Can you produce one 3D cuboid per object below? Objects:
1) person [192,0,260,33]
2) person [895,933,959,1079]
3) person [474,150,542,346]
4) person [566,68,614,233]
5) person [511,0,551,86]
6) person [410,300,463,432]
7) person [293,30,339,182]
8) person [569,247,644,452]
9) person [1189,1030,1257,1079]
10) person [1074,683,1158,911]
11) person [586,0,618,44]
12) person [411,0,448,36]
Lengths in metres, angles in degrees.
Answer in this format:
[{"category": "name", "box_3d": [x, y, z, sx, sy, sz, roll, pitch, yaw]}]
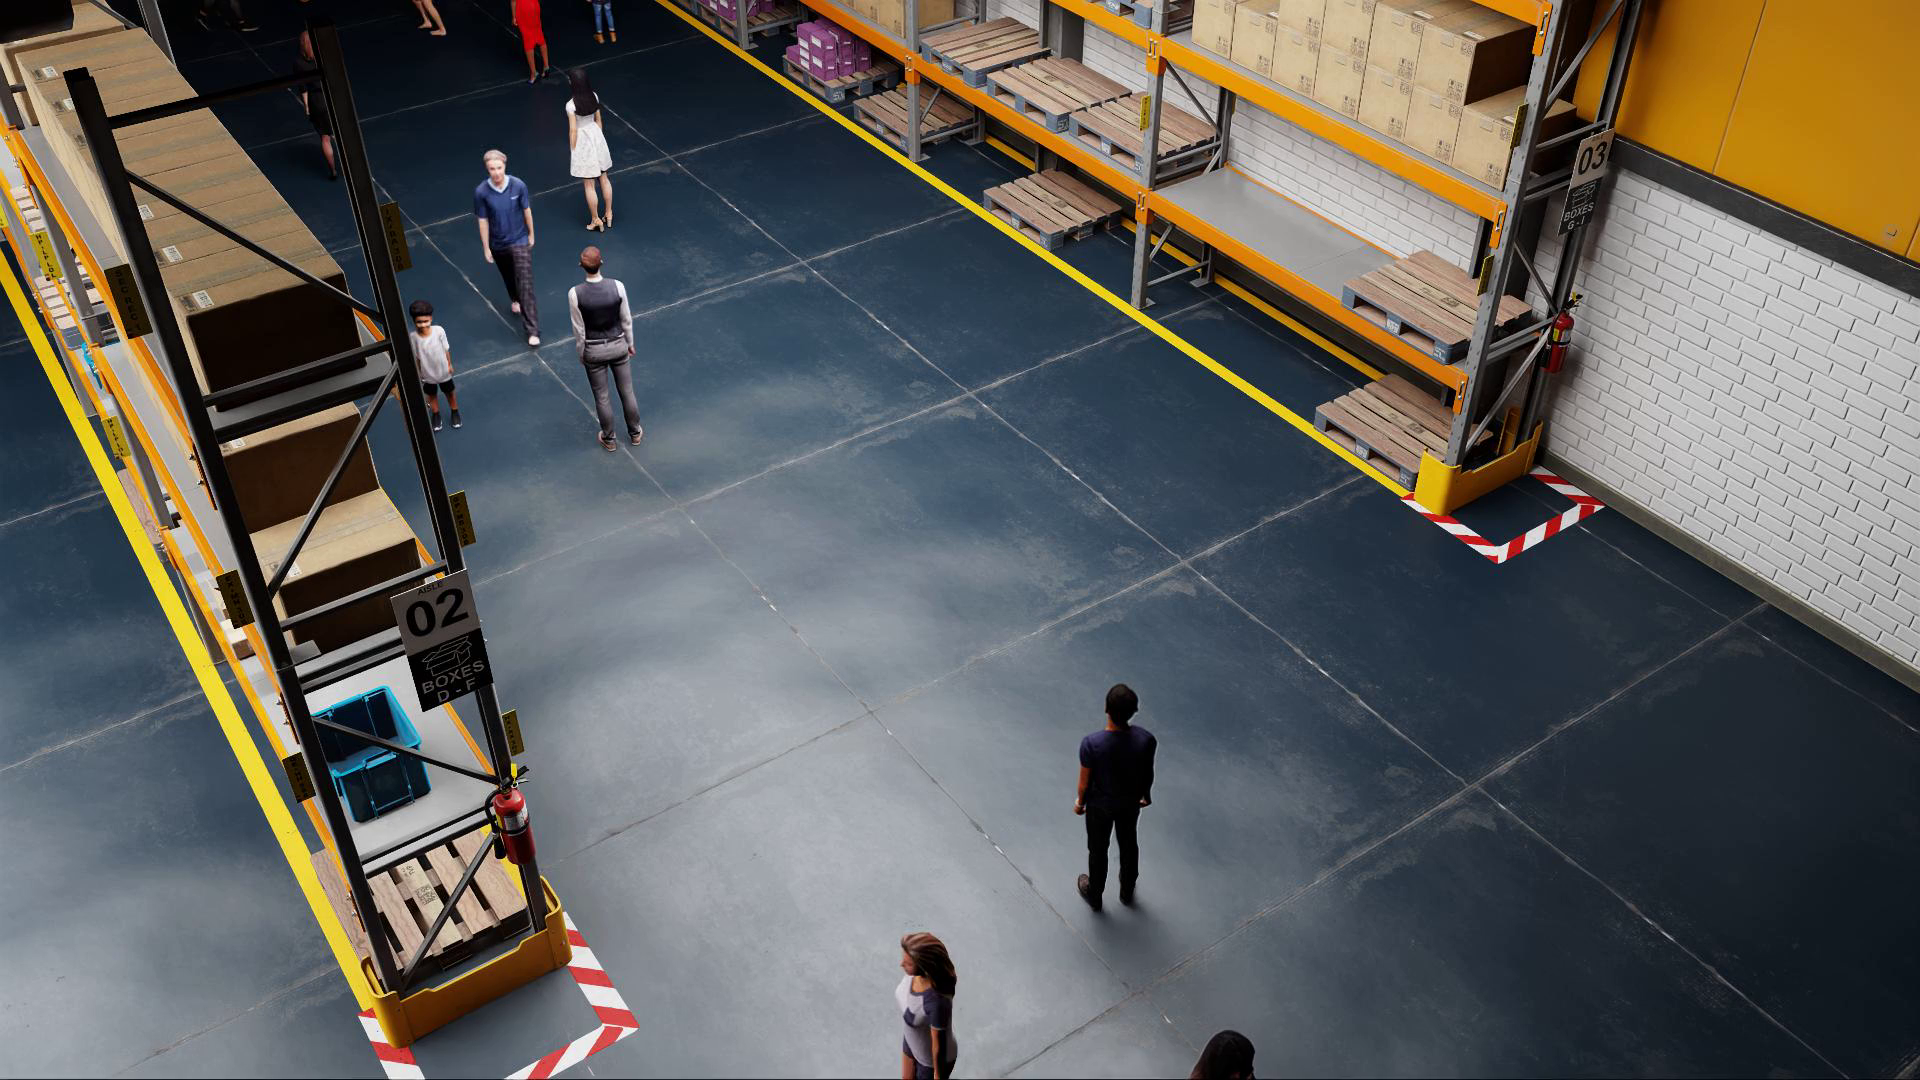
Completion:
[{"category": "person", "box_3d": [-9.727, -7.419, 21.578, 0.825, 1.703, 1.005, -14, 41, -17]}, {"category": "person", "box_3d": [-0.077, 2.685, 8.923, 0.848, 1.706, 0.944, -11, 40, -13]}, {"category": "person", "box_3d": [-4.291, -2.838, 15.752, 0.967, 1.815, 1.311, -10, 40, -12]}, {"category": "person", "box_3d": [-3.861, -4.062, 17.316, 0.715, 1.775, 0.713, 28, 46, 31]}, {"category": "person", "box_3d": [-5.281, -6.442, 20.320, 0.589, 1.744, 0.620, 26, 45, 29]}, {"category": "person", "box_3d": [-4.612, -1.548, 14.583, 0.529, 1.257, 0.552, -13, 40, -15]}, {"category": "person", "box_3d": [-6.957, -4.750, 18.233, 0.635, 1.706, 0.578, -13, 40, -15]}, {"category": "person", "box_3d": [-3.011, -1.630, 14.140, 0.711, 1.938, 0.661, -13, 40, -15]}, {"category": "person", "box_3d": [1.257, 3.033, 8.483, 0.757, 1.712, 0.742, 18, 42, 21]}, {"category": "person", "box_3d": [0.945, 1.593, 10.223, 0.714, 1.791, 0.653, -9, 39, -11]}, {"category": "person", "box_3d": [-4.662, -7.077, 21.515, 0.538, 1.246, 0.526, -14, 41, -16]}, {"category": "person", "box_3d": [-6.961, -7.288, 21.552, 0.801, 1.529, 0.747, 1, 39, 2]}]
